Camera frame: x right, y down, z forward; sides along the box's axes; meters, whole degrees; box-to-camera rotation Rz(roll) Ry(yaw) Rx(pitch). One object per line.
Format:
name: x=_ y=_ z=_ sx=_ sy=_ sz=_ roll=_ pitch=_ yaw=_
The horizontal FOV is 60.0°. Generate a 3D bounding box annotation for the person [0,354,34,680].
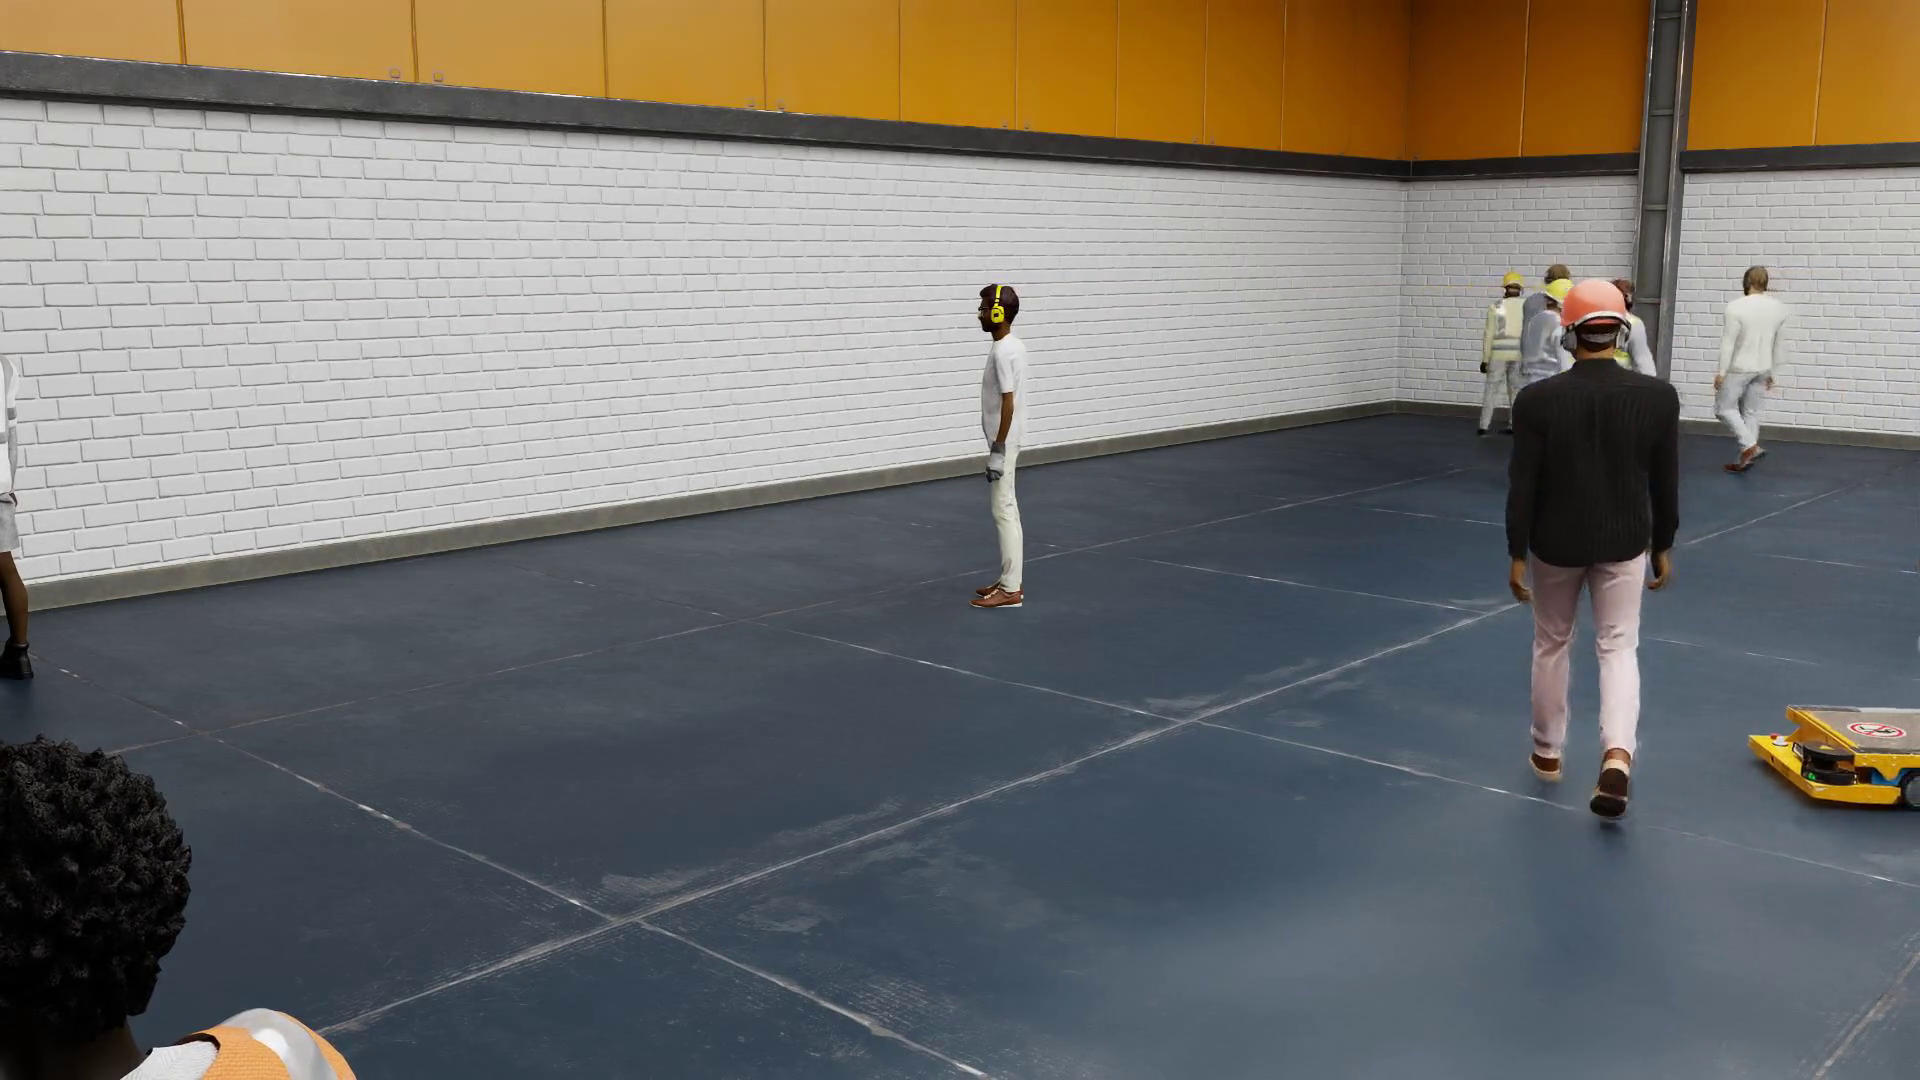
person: x=-4.651 y=-0.251 z=7.793 sx=0.349 sy=1.942 sz=0.545 roll=2 pitch=10 yaw=12

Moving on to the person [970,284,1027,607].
person: x=0.227 y=-0.541 z=9.649 sx=0.316 sy=1.870 sz=0.531 roll=1 pitch=10 yaw=7

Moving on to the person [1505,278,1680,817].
person: x=2.350 y=0.019 z=6.179 sx=0.628 sy=1.968 sz=0.889 roll=2 pitch=10 yaw=13

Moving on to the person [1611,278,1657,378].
person: x=5.466 y=-1.230 z=13.690 sx=0.766 sy=1.818 sz=0.656 roll=-2 pitch=10 yaw=-14

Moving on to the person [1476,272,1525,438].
person: x=6.006 y=-2.012 z=18.285 sx=0.608 sy=1.812 sz=0.450 roll=-1 pitch=10 yaw=-7

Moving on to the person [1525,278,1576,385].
person: x=5.160 y=-1.364 z=14.508 sx=0.415 sy=1.816 sz=0.599 roll=-1 pitch=10 yaw=-3

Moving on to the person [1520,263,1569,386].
person: x=5.923 y=-1.795 z=16.640 sx=0.646 sy=1.926 sz=0.450 roll=2 pitch=10 yaw=11

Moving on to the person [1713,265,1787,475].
person: x=7.182 y=-1.531 z=15.131 sx=0.650 sy=1.923 sz=0.493 roll=-3 pitch=10 yaw=-16

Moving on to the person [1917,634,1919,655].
person: x=3.853 y=0.028 z=6.166 sx=0.588 sy=1.950 sz=0.663 roll=8 pitch=13 yaw=39

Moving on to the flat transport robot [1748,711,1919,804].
flat transport robot: x=3.894 y=0.830 z=6.391 sx=1.431 sy=0.197 sz=0.652 roll=1 pitch=10 yaw=6

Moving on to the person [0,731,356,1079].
person: x=-0.700 y=0.993 z=1.429 sx=0.320 sy=1.694 sz=0.532 roll=4 pitch=11 yaw=19
